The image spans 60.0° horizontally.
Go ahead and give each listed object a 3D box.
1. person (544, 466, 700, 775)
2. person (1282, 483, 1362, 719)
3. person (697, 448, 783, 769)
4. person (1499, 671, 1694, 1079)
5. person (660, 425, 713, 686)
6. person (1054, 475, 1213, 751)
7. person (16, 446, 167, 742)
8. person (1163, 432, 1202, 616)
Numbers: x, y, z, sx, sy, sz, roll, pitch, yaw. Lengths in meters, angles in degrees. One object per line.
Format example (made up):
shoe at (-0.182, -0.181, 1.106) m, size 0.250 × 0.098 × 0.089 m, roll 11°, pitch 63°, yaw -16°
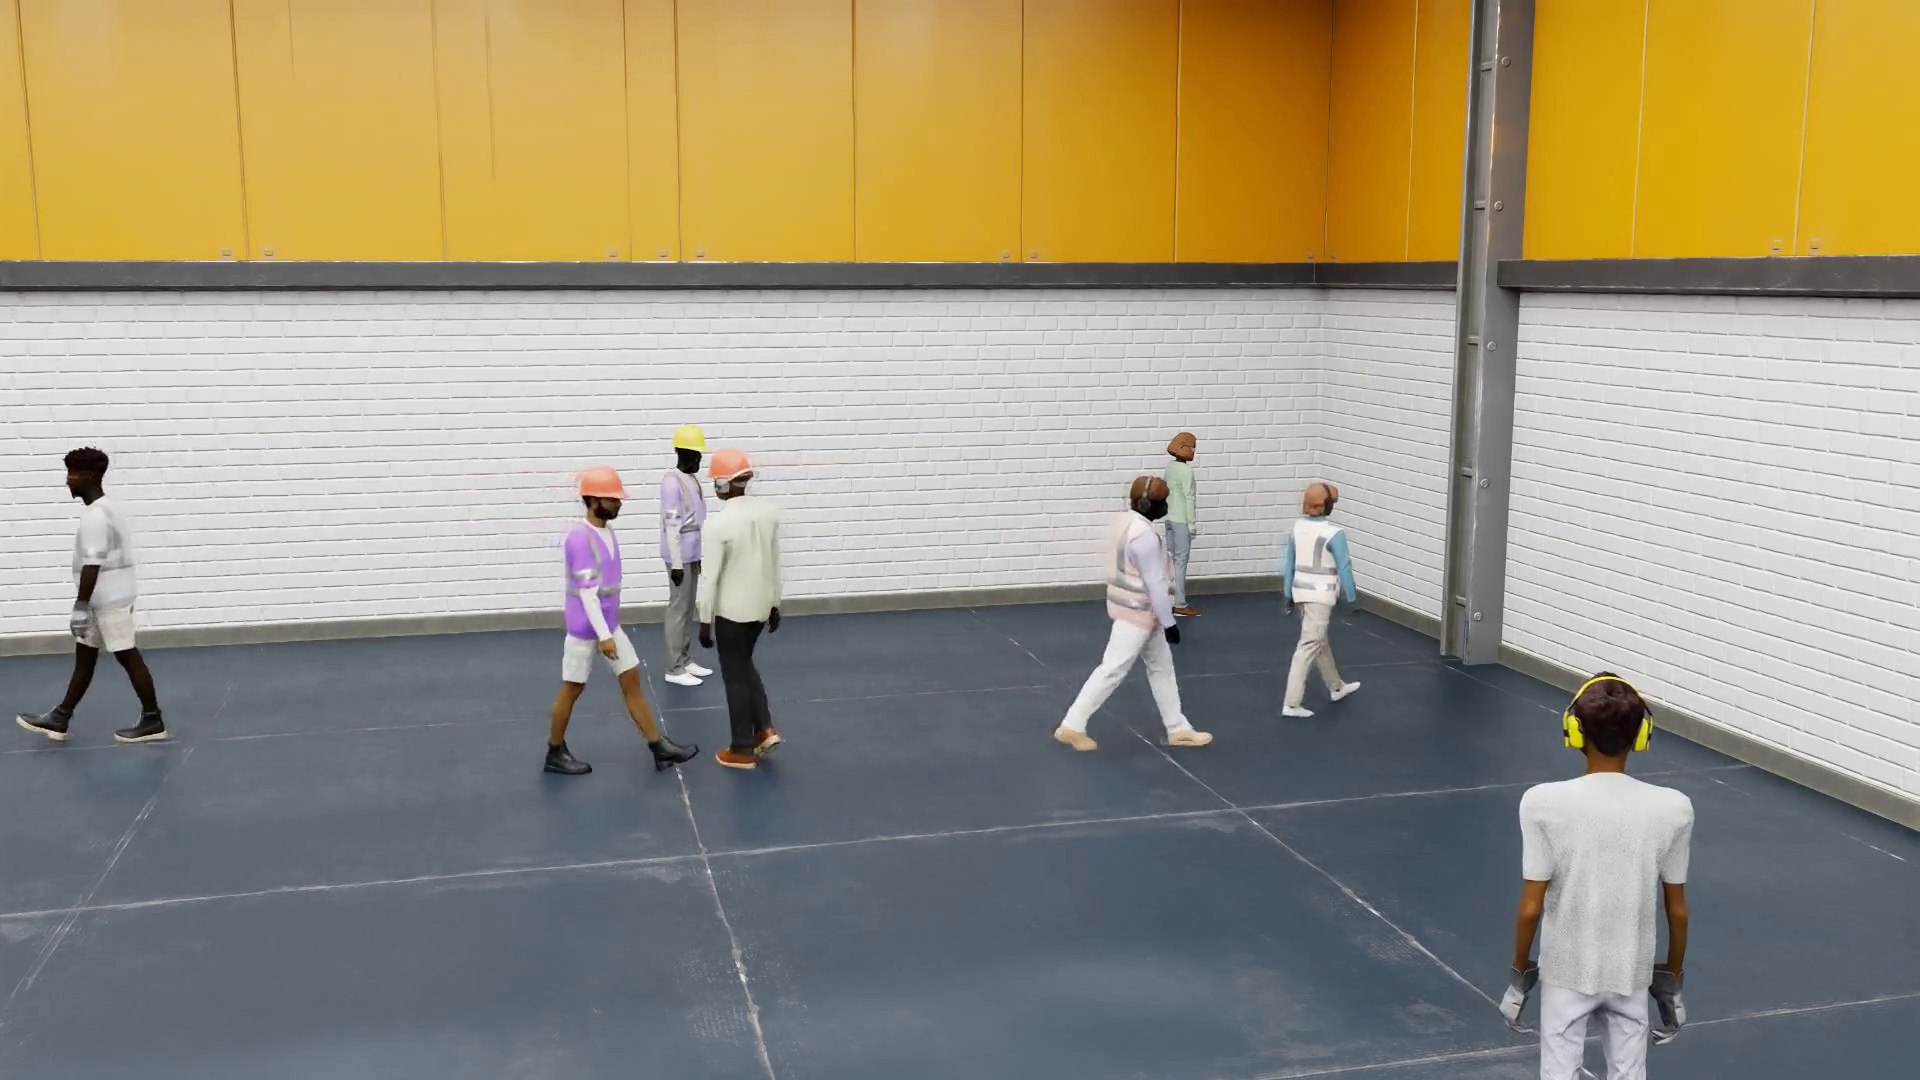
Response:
person at (-2.089, 0.504, 9.947) m, size 0.992 × 1.884 × 0.553 m, roll 2°, pitch 9°, yaw 14°
person at (2.522, 0.412, 11.408) m, size 0.809 × 1.604 × 0.521 m, roll -4°, pitch 10°, yaw -24°
person at (-1.366, 0.424, 10.163) m, size 0.433 × 1.978 × 0.638 m, roll 6°, pitch 11°, yaw 35°
person at (1.884, 1.317, 4.947) m, size 0.535 × 1.864 × 0.309 m, roll 1°, pitch 9°, yaw 5°
person at (-2.020, 0.105, 12.324) m, size 0.381 × 1.923 × 0.591 m, roll 1°, pitch 9°, yaw 6°
person at (1.083, 0.469, 10.530) m, size 1.012 × 1.792 × 0.618 m, roll 0°, pitch 9°, yaw 0°
person at (-5.615, 0.373, 10.634) m, size 0.941 × 1.923 × 0.631 m, roll -3°, pitch 10°, yaw -20°
person at (1.963, -0.144, 14.788) m, size 0.279 × 1.633 × 0.497 m, roll -3°, pitch 10°, yaw -18°
